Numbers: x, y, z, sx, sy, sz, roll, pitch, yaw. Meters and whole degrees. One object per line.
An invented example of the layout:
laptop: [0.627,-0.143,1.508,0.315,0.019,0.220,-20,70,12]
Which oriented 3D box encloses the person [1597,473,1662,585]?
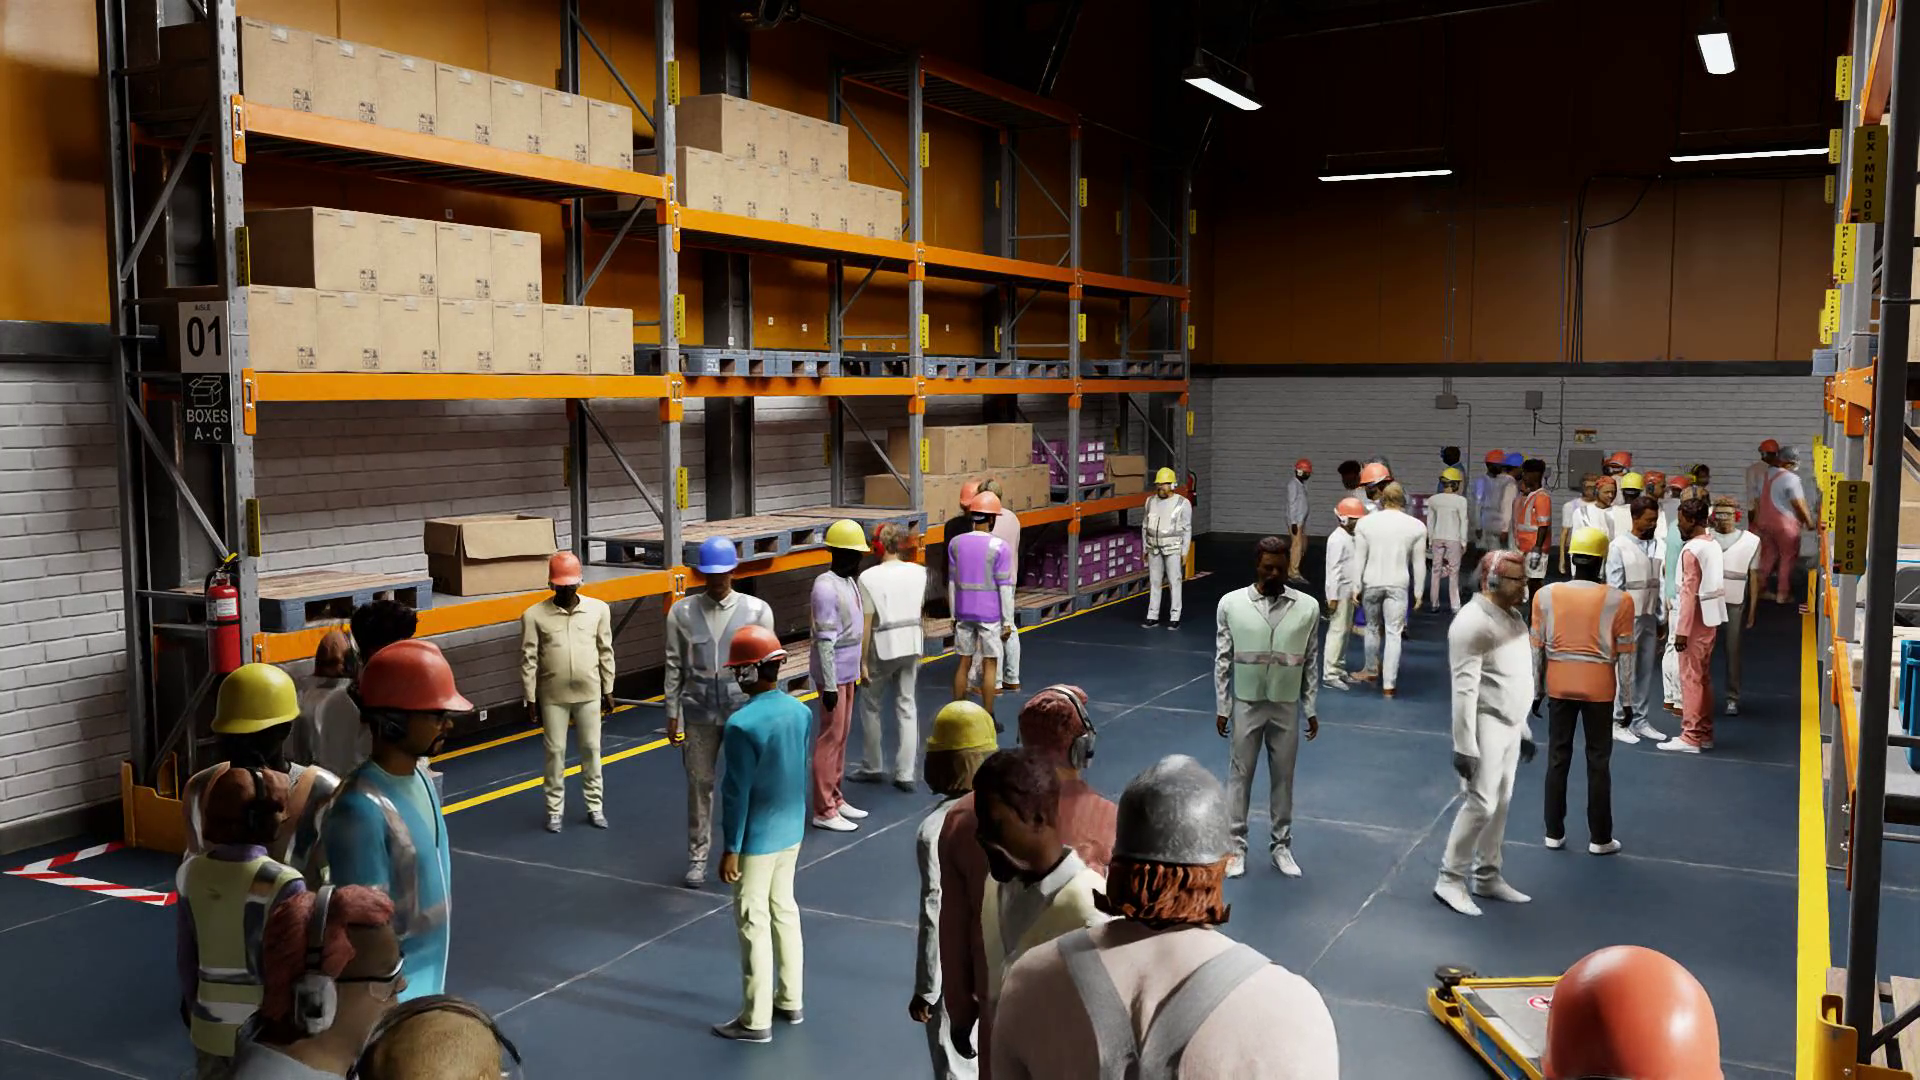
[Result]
person: [6.442,0.308,16.059,0.588,1.915,0.406,2,6,19]

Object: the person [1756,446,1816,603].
person: [10.424,-0.216,21.002,0.581,2.000,0.711,-1,5,-7]

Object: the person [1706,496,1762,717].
person: [6.372,0.546,13.901,0.563,1.840,0.395,3,6,32]

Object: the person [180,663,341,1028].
person: [-2.118,1.323,5.108,0.589,1.922,0.390,1,5,11]

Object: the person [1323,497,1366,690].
person: [3.520,0.476,15.122,0.352,1.743,0.611,3,6,28]

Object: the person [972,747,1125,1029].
person: [0.204,1.443,4.162,1.057,1.850,0.623,-3,6,-33]

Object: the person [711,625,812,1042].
person: [-0.851,1.230,7.063,0.352,1.738,0.573,2,6,25]

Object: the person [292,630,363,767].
person: [-2.818,1.226,7.634,0.512,1.638,0.312,2,6,18]

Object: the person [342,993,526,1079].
person: [-0.729,1.572,2.379,0.627,1.930,0.372,-2,6,-25]

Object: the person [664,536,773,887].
person: [-1.319,0.940,9.106,0.605,1.939,0.410,0,5,-1]

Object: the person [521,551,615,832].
person: [-2.408,0.931,10.267,0.575,1.740,0.354,-2,6,-23]

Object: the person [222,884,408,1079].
person: [-1.094,1.537,2.910,0.399,1.900,0.644,-1,5,-9]

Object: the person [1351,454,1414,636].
person: [4.540,0.055,18.083,0.710,2.000,0.635,-1,5,-8]

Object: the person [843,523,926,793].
person: [-0.484,0.792,11.327,0.612,1.819,0.608,-4,6,-34]

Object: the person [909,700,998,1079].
person: [0.016,1.382,5.387,0.295,1.744,0.484,4,7,40]

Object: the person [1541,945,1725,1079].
person: [0.910,1.545,2.297,0.611,1.995,0.377,2,6,21]

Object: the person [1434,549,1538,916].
person: [2.817,0.993,8.758,0.397,1.908,0.678,4,7,40]

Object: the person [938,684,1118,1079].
person: [0.269,1.360,4.760,0.654,1.906,0.407,2,6,24]

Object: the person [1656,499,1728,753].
person: [5.543,0.641,12.510,0.411,1.906,0.602,4,7,39]

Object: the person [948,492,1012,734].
person: [0.174,0.583,13.085,0.549,1.920,0.390,3,6,28]

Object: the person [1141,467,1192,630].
person: [2.301,0.100,18.699,0.586,1.835,0.403,3,6,32]

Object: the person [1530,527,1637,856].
person: [3.666,0.882,9.795,0.594,1.924,0.382,3,6,33]

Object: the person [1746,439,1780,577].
person: [11.512,-0.448,23.817,0.611,1.985,0.412,-2,6,-24]

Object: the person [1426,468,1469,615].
person: [5.861,0.016,19.983,0.526,1.765,0.330,5,7,44]

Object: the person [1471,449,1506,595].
person: [6.909,-0.214,21.629,0.553,1.928,0.407,-5,7,-41]

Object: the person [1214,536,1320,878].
person: [1.723,0.927,9.347,0.590,1.920,0.392,0,5,-1]

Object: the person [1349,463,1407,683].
person: [3.847,0.304,15.405,0.608,2.042,0.375,-4,7,-38]

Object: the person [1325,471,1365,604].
person: [4.827,0.012,20.314,0.887,1.701,0.570,-1,6,-16]

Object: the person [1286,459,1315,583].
person: [4.728,-0.261,23.153,0.398,1.730,0.580,3,6,28]

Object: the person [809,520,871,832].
person: [-0.736,0.831,10.356,0.385,1.922,0.594,1,5,9]

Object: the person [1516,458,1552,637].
person: [6.278,0.080,18.215,0.367,1.966,0.605,1,5,8]

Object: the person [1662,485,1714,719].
person: [6.018,0.510,13.739,0.371,1.940,0.630,1,5,9]

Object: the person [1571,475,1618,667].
person: [6.260,0.307,16.257,0.578,1.879,0.350,0,5,3]

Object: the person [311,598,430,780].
person: [-2.195,1.195,6.318,0.623,1.952,0.411,5,7,42]

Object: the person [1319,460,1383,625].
person: [4.646,0.027,19.126,0.980,1.914,0.647,3,6,31]

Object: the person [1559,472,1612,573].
person: [6.723,0.188,17.807,0.580,1.836,0.659,2,6,19]

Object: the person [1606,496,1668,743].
person: [5.211,0.610,12.845,0.602,1.906,0.411,-3,6,-31]

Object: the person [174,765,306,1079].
person: [-2.083,1.479,4.904,0.512,1.638,0.312,2,6,25]

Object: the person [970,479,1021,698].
person: [0.310,0.424,14.719,0.370,1.932,0.626,4,6,35]

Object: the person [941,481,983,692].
person: [0.164,0.377,15.383,0.636,1.919,1.139,2,6,20]

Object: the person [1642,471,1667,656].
person: [7.050,0.236,16.987,0.355,1.882,0.576,4,7,38]

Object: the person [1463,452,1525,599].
person: [6.907,-0.172,21.312,0.853,1.911,0.603,0,5,-3]

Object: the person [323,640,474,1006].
person: [-1.592,1.297,4.786,0.405,2.034,0.614,0,5,0]

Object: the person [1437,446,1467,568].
person: [7.388,-0.489,25.011,0.429,1.840,0.633,1,5,8]

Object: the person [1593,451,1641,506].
person: [7.684,-0.047,19.495,0.409,1.985,0.627,-5,7,-43]

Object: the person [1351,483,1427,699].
person: [3.844,0.435,14.877,0.637,1.878,0.976,2,6,19]
